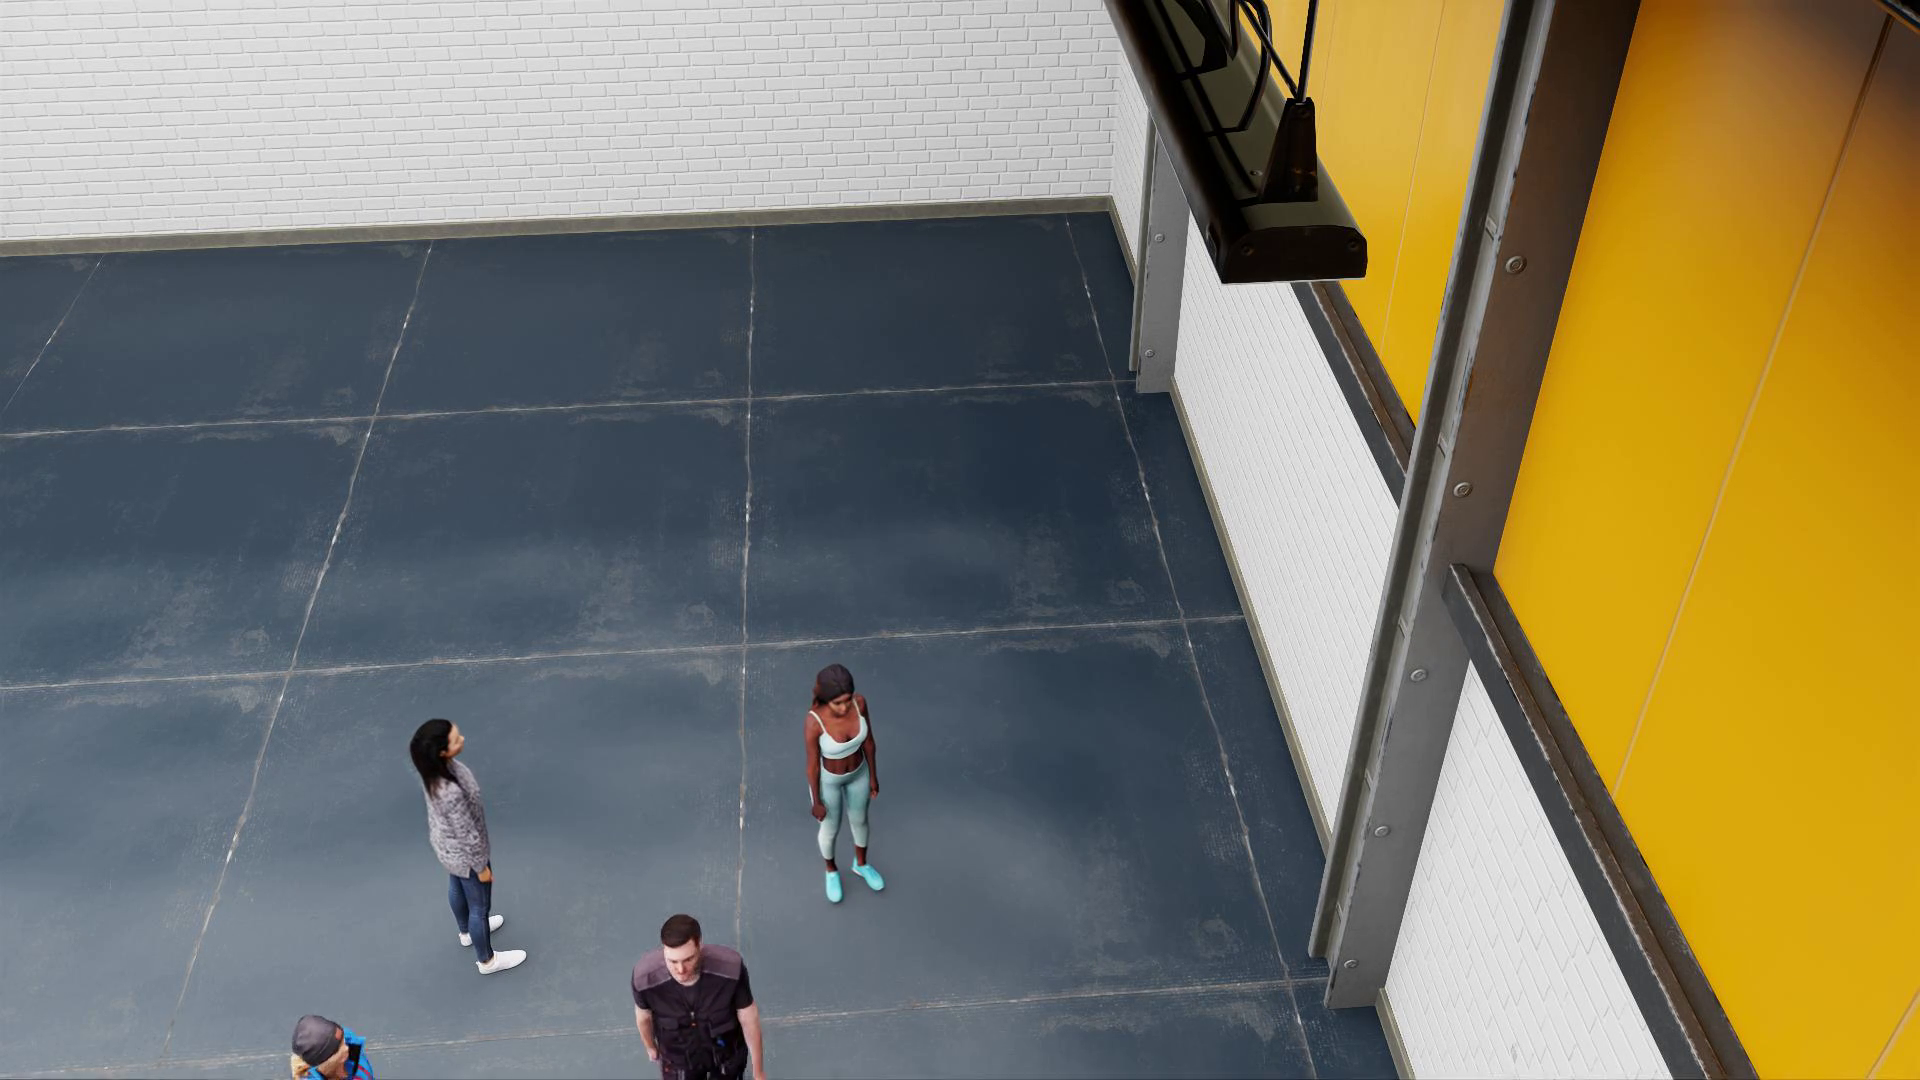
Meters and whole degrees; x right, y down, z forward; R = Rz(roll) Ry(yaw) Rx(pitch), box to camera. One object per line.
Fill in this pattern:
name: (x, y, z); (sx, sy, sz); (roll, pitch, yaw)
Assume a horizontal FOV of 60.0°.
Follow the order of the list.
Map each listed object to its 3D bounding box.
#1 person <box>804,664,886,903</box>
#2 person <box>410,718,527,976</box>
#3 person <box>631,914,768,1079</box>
person: (-0.652, 1.308, 9.096); (0.647, 1.724, 0.664); (-21, 43, -24)
person: (-2.625, 1.587, 8.741); (0.755, 1.731, 0.636); (-24, 44, -27)
person: (-1.196, 2.307, 7.783); (0.775, 1.801, 1.147); (-6, 39, -8)
